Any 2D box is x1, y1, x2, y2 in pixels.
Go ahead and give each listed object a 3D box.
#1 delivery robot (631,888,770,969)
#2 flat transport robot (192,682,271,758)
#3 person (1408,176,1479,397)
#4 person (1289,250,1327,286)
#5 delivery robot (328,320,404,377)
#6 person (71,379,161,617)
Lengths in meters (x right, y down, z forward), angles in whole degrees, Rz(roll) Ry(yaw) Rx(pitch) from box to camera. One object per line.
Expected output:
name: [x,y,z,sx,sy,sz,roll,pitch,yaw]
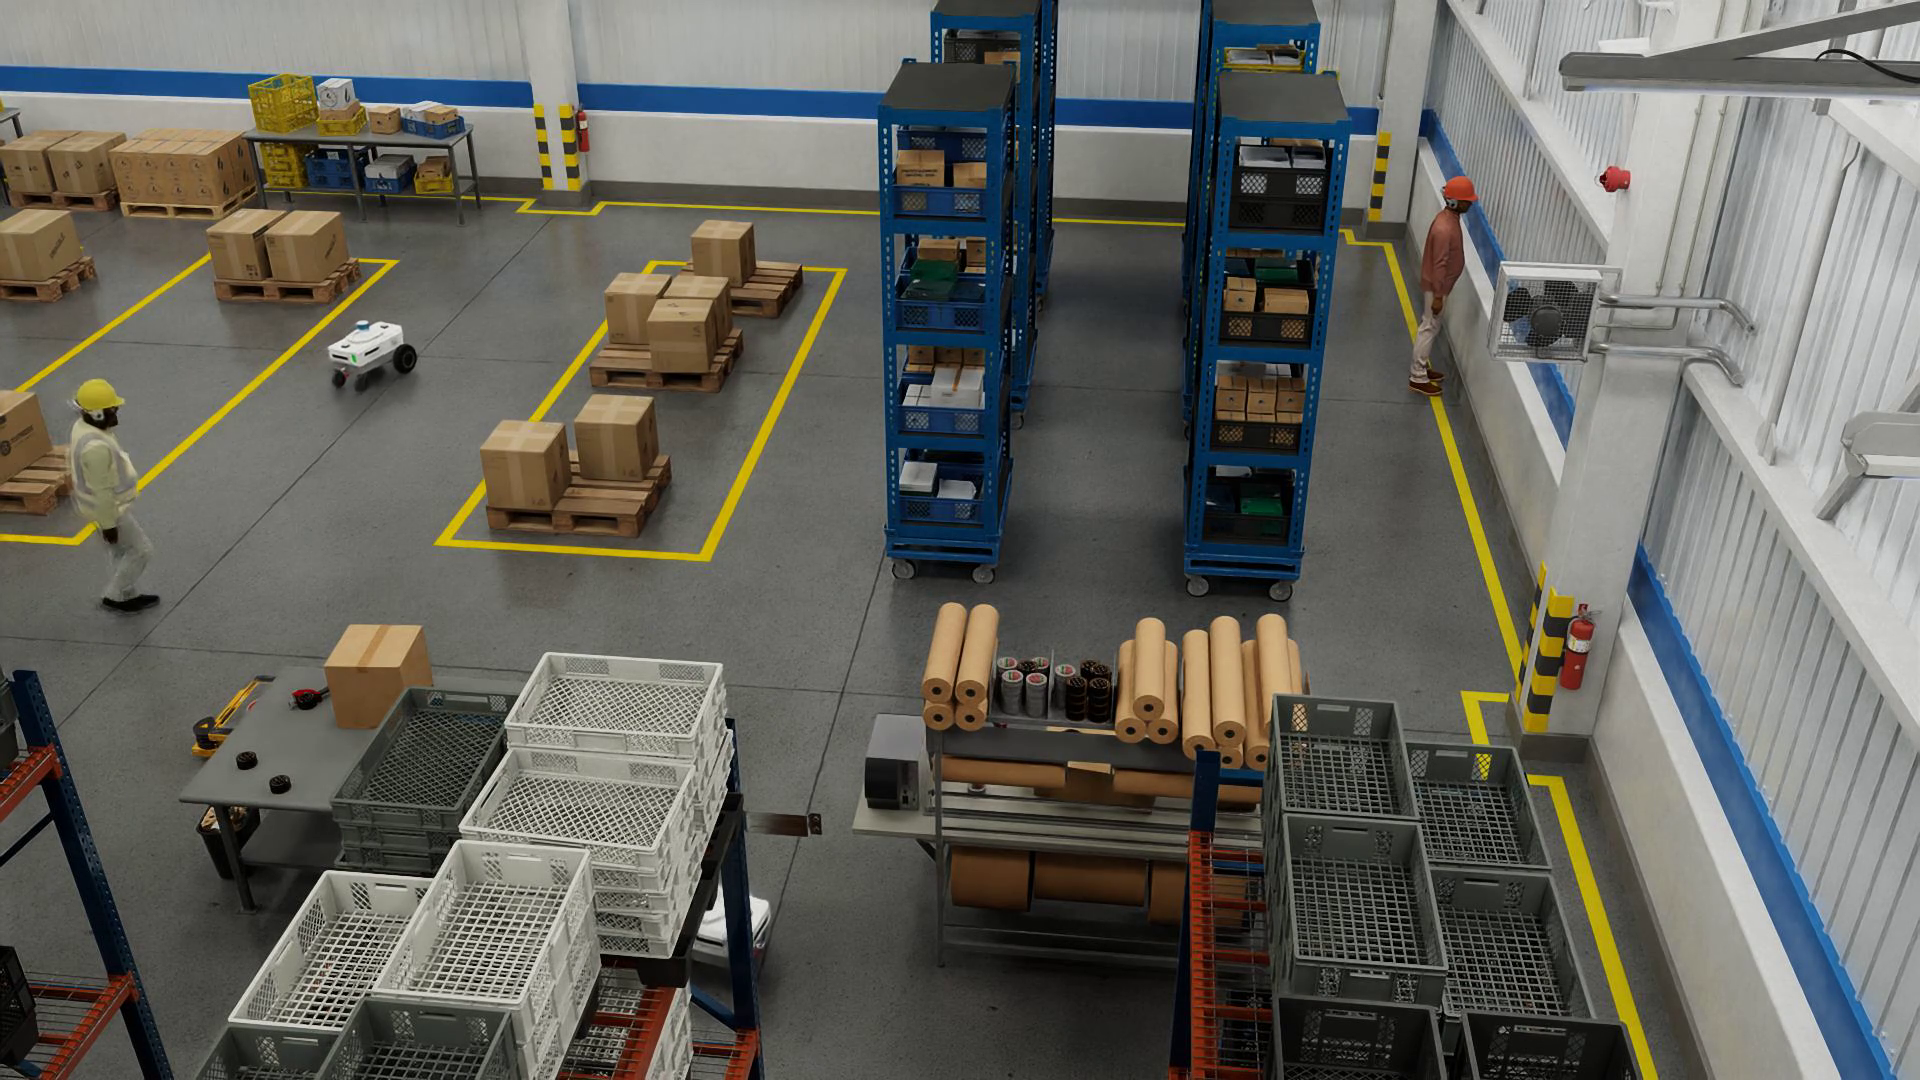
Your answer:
delivery robot: [-1.372,2.011,8.822,0.707,0.478,0.477,10,32,16]
flat transport robot: [-4.089,1.163,10.648,1.431,0.197,0.652,3,30,6]
person: [4.311,-2.285,14.870,0.397,1.992,0.621,10,32,16]
person: [3.179,-2.504,15.596,0.514,1.639,0.310,-4,30,-7]
delivery robot: [-5.466,-1.781,15.326,0.477,0.478,0.707,12,32,21]
person: [-5.883,-0.264,11.584,0.462,1.806,0.653,-14,33,-23]
